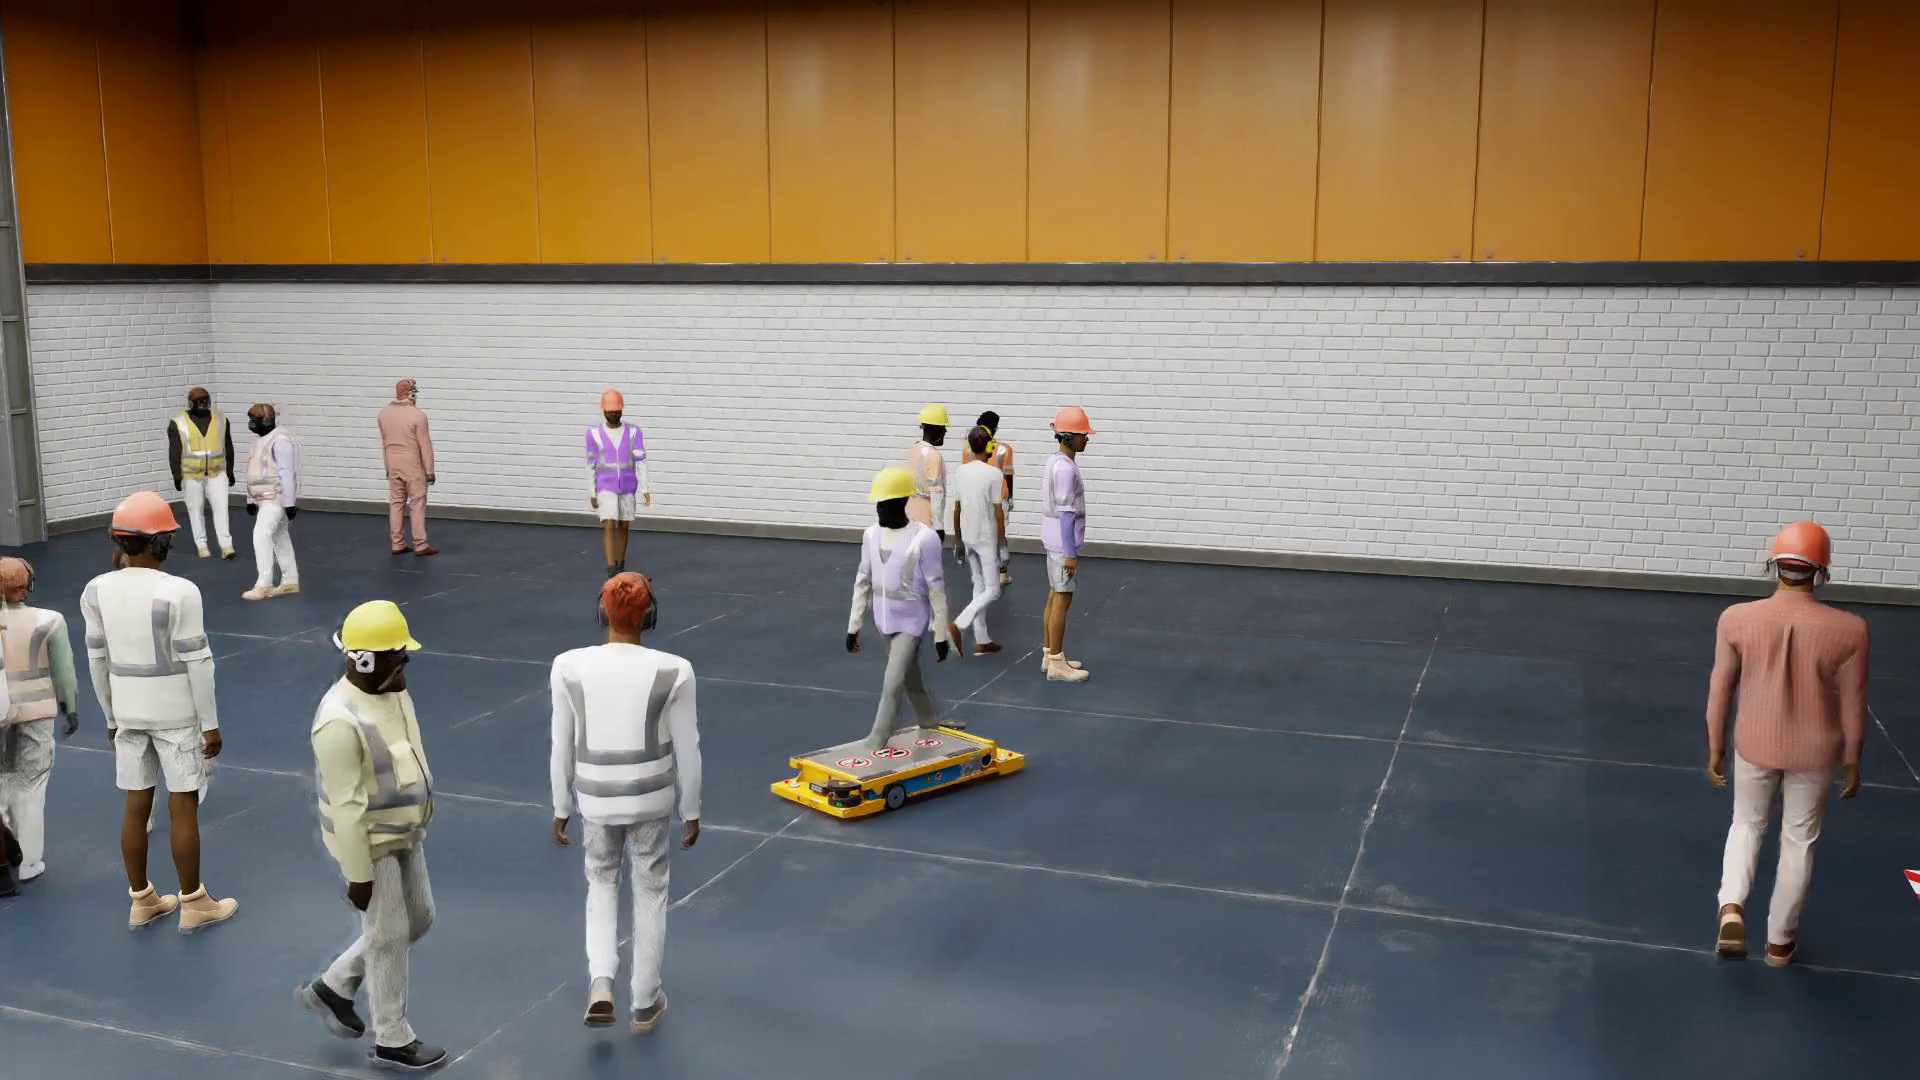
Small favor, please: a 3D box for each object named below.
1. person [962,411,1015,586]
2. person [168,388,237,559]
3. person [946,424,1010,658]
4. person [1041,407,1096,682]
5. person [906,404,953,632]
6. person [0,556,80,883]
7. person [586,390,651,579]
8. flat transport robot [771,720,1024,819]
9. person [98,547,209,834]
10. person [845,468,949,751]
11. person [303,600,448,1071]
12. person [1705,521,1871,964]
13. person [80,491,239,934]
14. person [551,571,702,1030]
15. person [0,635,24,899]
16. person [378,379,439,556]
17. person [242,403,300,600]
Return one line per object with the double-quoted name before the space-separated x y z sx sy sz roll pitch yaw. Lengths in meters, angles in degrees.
"person" 0.275 -0.399 16.108 0.530 1.697 0.321 3 10 16
"person" -7.925 -0.679 17.481 0.654 1.812 0.847 -6 11 -34
"person" 0.122 0.024 12.995 0.520 1.856 0.673 9 13 44
"person" 0.809 0.025 12.406 0.393 2.041 0.613 -1 9 -4
"person" -0.254 -0.190 14.107 0.384 1.922 0.594 -4 10 -21
"person" -4.720 0.883 8.369 0.534 1.611 0.562 -3 10 -17
"person" -3.276 -0.484 16.005 0.570 1.891 0.941 -3 10 -20
"flat transport robot" -0.350 1.328 9.801 1.431 0.197 0.652 -9 13 -43
"person" -4.378 0.782 9.011 0.528 1.620 0.616 0 9 -2
"person" -0.423 0.507 9.923 0.992 1.870 0.616 -9 13 -44
"person" -2.243 1.118 6.302 0.514 1.818 0.608 1 9 4
"person" 3.546 0.904 7.159 0.619 1.977 0.589 6 11 34
"person" -3.672 0.794 7.632 0.608 2.046 0.367 2 9 12
"person" -1.316 1.050 6.585 0.597 1.866 0.465 0 9 0
"person" -4.746 0.817 7.914 0.389 1.908 0.584 -6 11 -33
"person" -5.887 -0.773 17.801 0.648 1.904 0.403 4 10 23
"person" -6.497 -0.354 15.454 0.727 1.816 0.654 -8 12 -41
